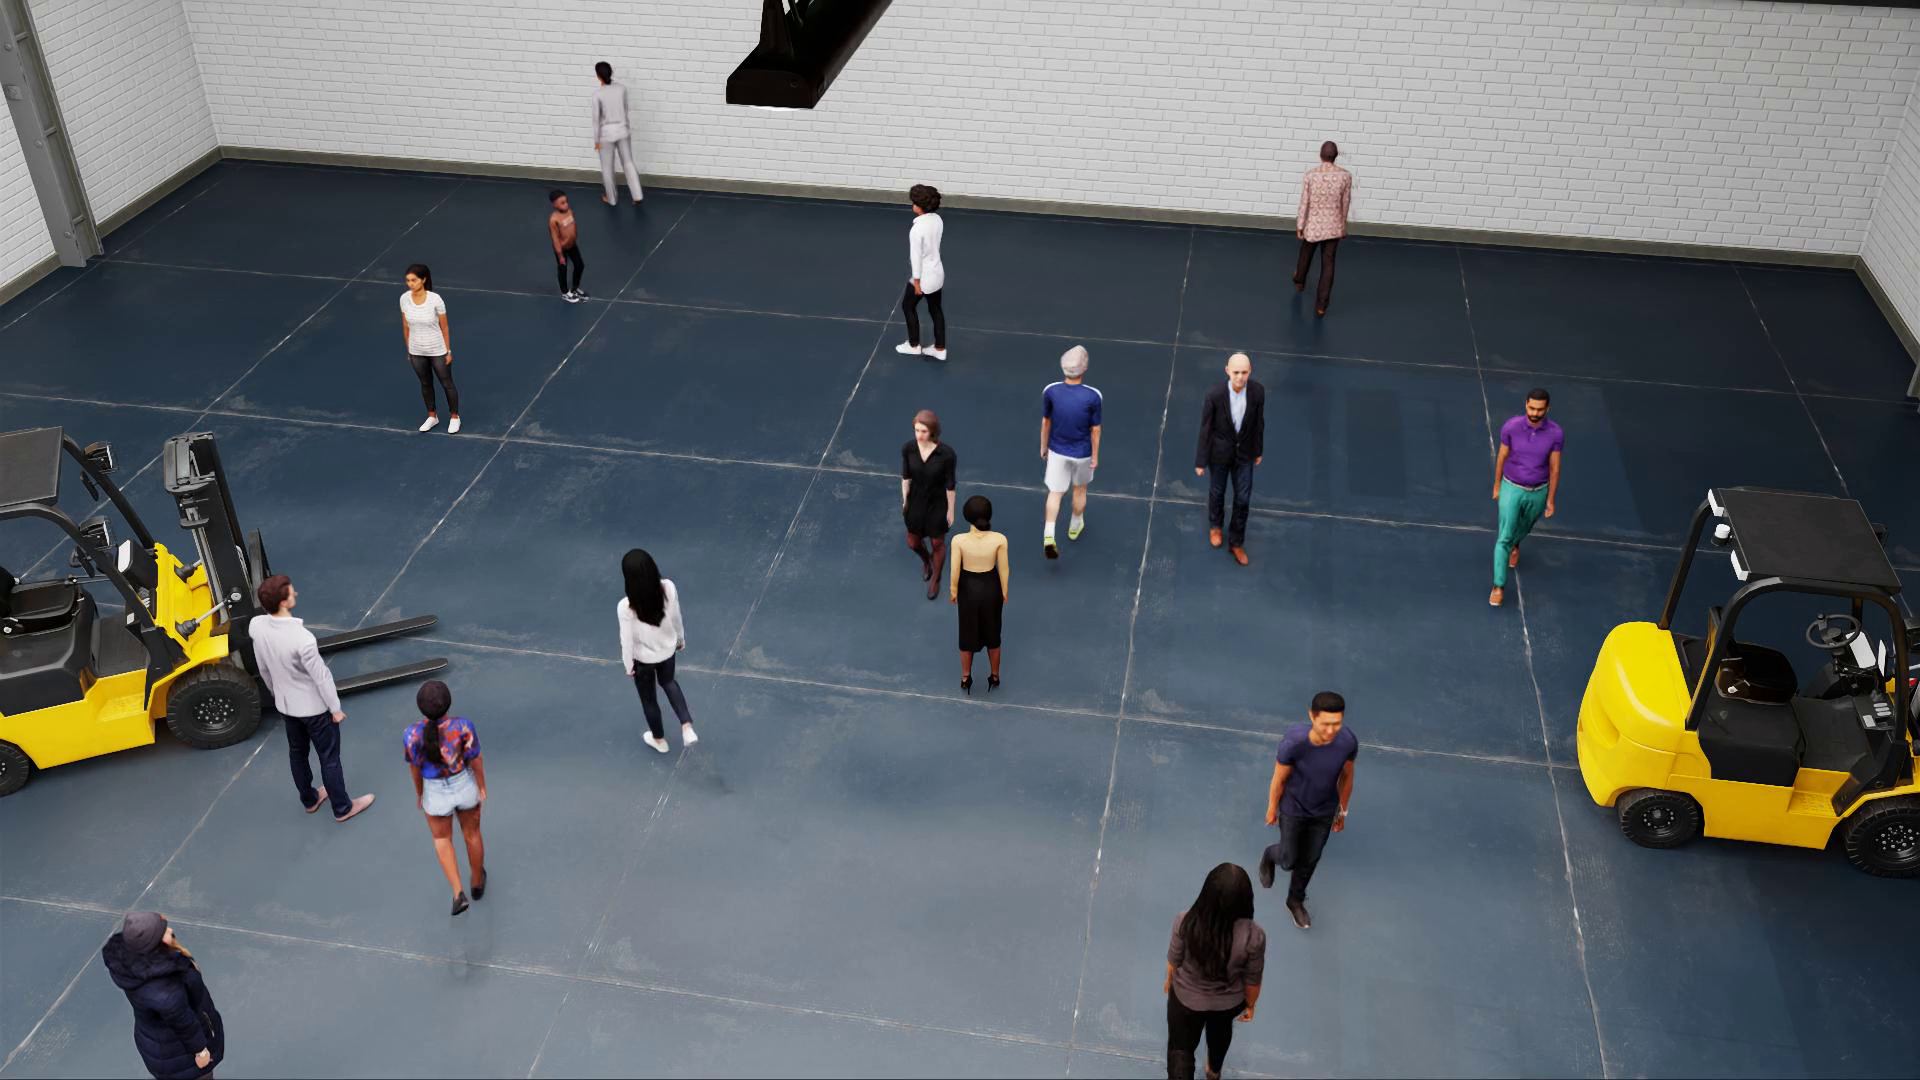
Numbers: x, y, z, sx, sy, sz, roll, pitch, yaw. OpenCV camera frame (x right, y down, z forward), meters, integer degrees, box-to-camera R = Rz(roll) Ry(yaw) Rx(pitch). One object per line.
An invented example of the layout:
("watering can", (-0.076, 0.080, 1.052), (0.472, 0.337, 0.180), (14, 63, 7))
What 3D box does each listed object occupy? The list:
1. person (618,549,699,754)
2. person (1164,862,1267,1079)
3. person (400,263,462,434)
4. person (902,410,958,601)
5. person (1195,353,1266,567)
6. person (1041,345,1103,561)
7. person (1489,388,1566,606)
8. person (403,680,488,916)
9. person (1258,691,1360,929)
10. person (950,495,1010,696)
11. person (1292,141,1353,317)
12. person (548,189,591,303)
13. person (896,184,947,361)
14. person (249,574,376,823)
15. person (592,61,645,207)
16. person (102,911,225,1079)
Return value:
("person", (-2.019, 0.801, 11.215), (0.842, 1.693, 0.893), (-26, 42, -34))
("person", (1.279, 2.449, 8.625), (0.677, 1.814, 1.064), (4, 34, 6))
("person", (-4.811, -1.742, 15.082), (0.567, 1.646, 0.522), (4, 34, 6))
("person", (-0.202, -0.310, 12.888), (0.628, 1.691, 0.645), (8, 34, 12))
("person", (2.176, -0.742, 13.458), (0.839, 1.779, 0.951), (-2, 34, -2))
("person", (0.872, -0.676, 13.323), (0.670, 1.819, 1.064), (8, 34, 11))
("person", (4.426, -0.425, 13.023), (0.703, 1.734, 1.163), (9, 35, 13))
("person", (-3.056, 1.590, 9.998), (0.795, 1.726, 0.924), (-9, 35, -14))
("person", (2.080, 1.544, 10.021), (0.759, 1.777, 0.852), (-3, 34, -4))
("person", (0.138, 0.396, 11.858), (0.616, 1.655, 0.600), (-1, 34, -2))
("person", (3.753, -3.179, 17.134), (0.744, 1.769, 1.113), (3, 34, 4))
("person", (-4.201, -3.098, 17.486), (0.659, 1.245, 0.560), (21, 39, 28))
("person", (-0.256, -2.577, 16.210), (0.859, 1.790, 0.818), (24, 40, 31))
("person", (-4.246, 1.026, 10.736), (0.725, 1.848, 0.634), (13, 36, 19))
("person", (-4.037, -4.765, 19.540), (0.915, 1.747, 0.974), (-22, 40, -30))
("person", (-4.069, 2.543, 8.610), (0.783, 1.675, 0.818), (28, 42, 35))
